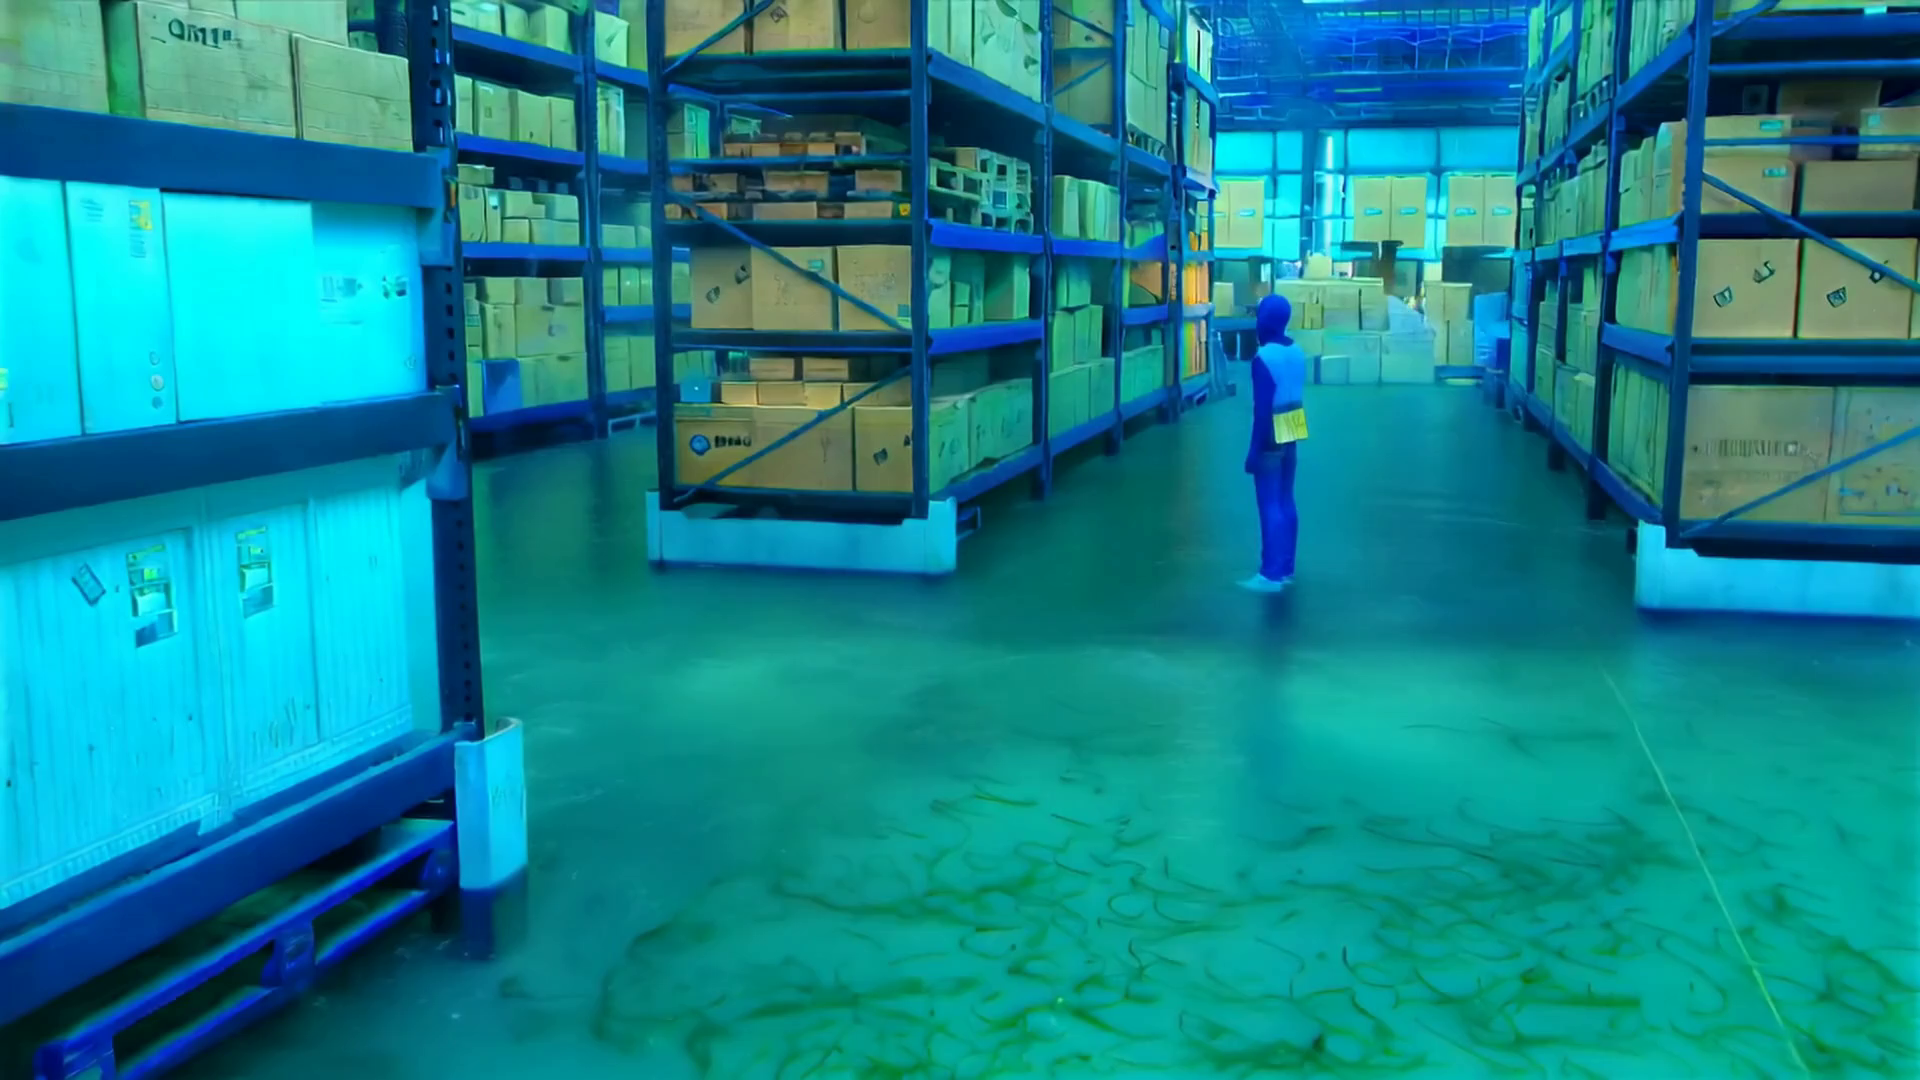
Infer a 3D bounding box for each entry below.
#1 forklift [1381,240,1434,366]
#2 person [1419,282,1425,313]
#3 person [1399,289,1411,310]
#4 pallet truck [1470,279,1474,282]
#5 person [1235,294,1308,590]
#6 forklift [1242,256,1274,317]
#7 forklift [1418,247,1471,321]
[{"bbox_3d":[9.181,-5.008,35.587,1.873,2.768,1.129,2,9,14],"label":"forklift"},{"bbox_3d":[15.567,-7.683,55.619,0.454,1.918,0.651,-3,9,-18],"label":"person"},{"bbox_3d":[17.033,-8.841,63.939,0.605,1.614,0.539,-6,11,-36],"label":"person"},{"bbox_3d":[18.896,-8.459,60.307,1.885,1.965,0.823,5,10,31],"label":"pallet truck"},{"bbox_3d":[2.047,-0.629,10.817,0.393,1.920,0.591,6,11,34],"label":"person"},{"bbox_3d":[10.671,-8.733,59.254,1.129,2.768,1.873,2,9,15],"label":"forklift"},{"bbox_3d":[12.741,-6.162,42.924,1.129,2.768,1.873,-7,11,-38],"label":"forklift"}]
